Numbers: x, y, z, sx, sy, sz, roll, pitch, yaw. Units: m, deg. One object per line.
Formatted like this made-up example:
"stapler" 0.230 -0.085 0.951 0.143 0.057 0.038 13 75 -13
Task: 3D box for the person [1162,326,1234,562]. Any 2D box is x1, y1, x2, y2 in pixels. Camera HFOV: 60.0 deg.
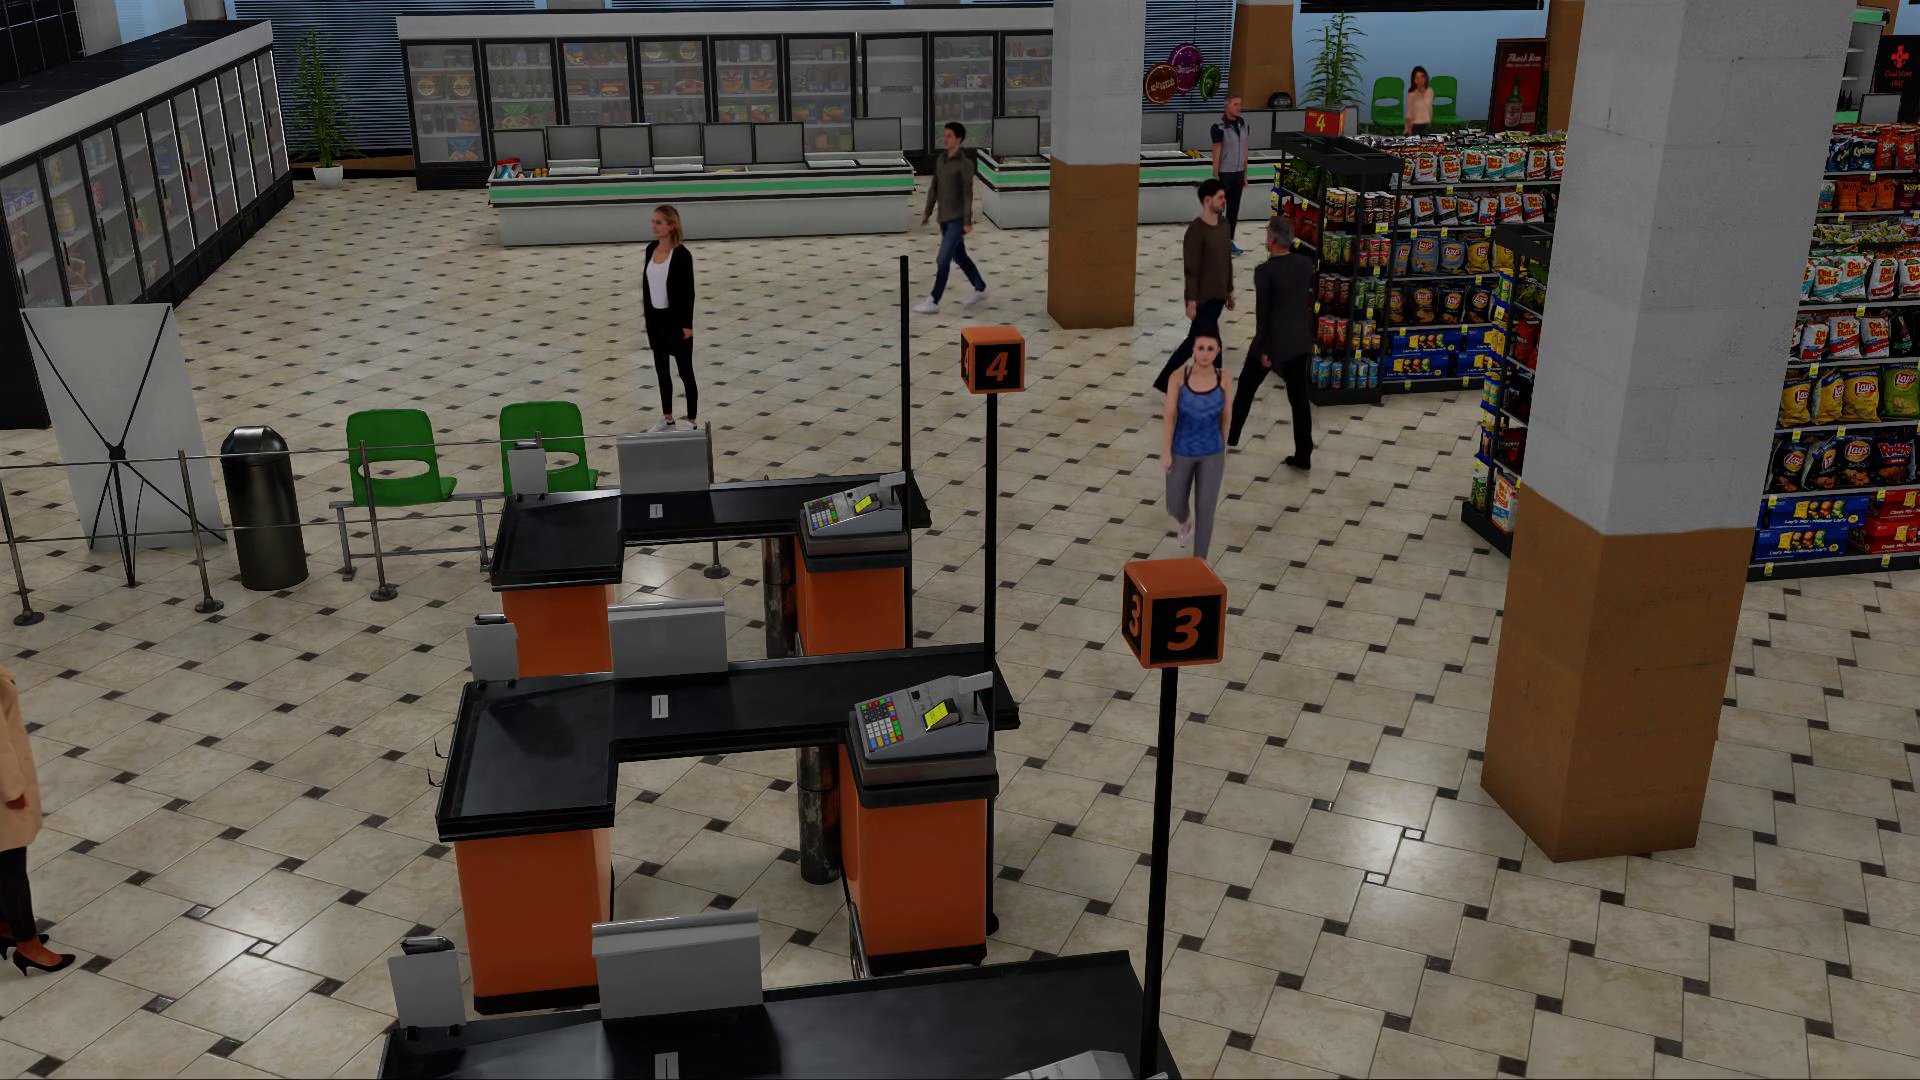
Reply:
"person" 1.436 -0.536 10.128 0.884 1.595 0.784 3 22 7

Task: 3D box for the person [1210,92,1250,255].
"person" 3.010 -4.120 18.740 0.676 1.825 0.816 -16 27 -34

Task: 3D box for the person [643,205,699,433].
"person" -2.182 -1.633 12.582 0.670 1.801 0.738 14 26 31

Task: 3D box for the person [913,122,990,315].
"person" 0.007 -3.146 16.307 1.251 1.832 0.972 -13 25 -29

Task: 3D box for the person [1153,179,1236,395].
"person" 1.890 -1.928 13.249 1.198 1.851 1.157 15 27 34

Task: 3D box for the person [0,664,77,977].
"person" -3.750 0.910 6.415 0.712 1.681 0.734 20 29 41

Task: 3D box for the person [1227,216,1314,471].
"person" 2.355 -1.373 11.940 1.205 1.799 0.974 -10 24 -23

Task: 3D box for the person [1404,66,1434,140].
"person" 5.911 -5.284 21.722 0.607 1.763 0.686 -9 23 -21
